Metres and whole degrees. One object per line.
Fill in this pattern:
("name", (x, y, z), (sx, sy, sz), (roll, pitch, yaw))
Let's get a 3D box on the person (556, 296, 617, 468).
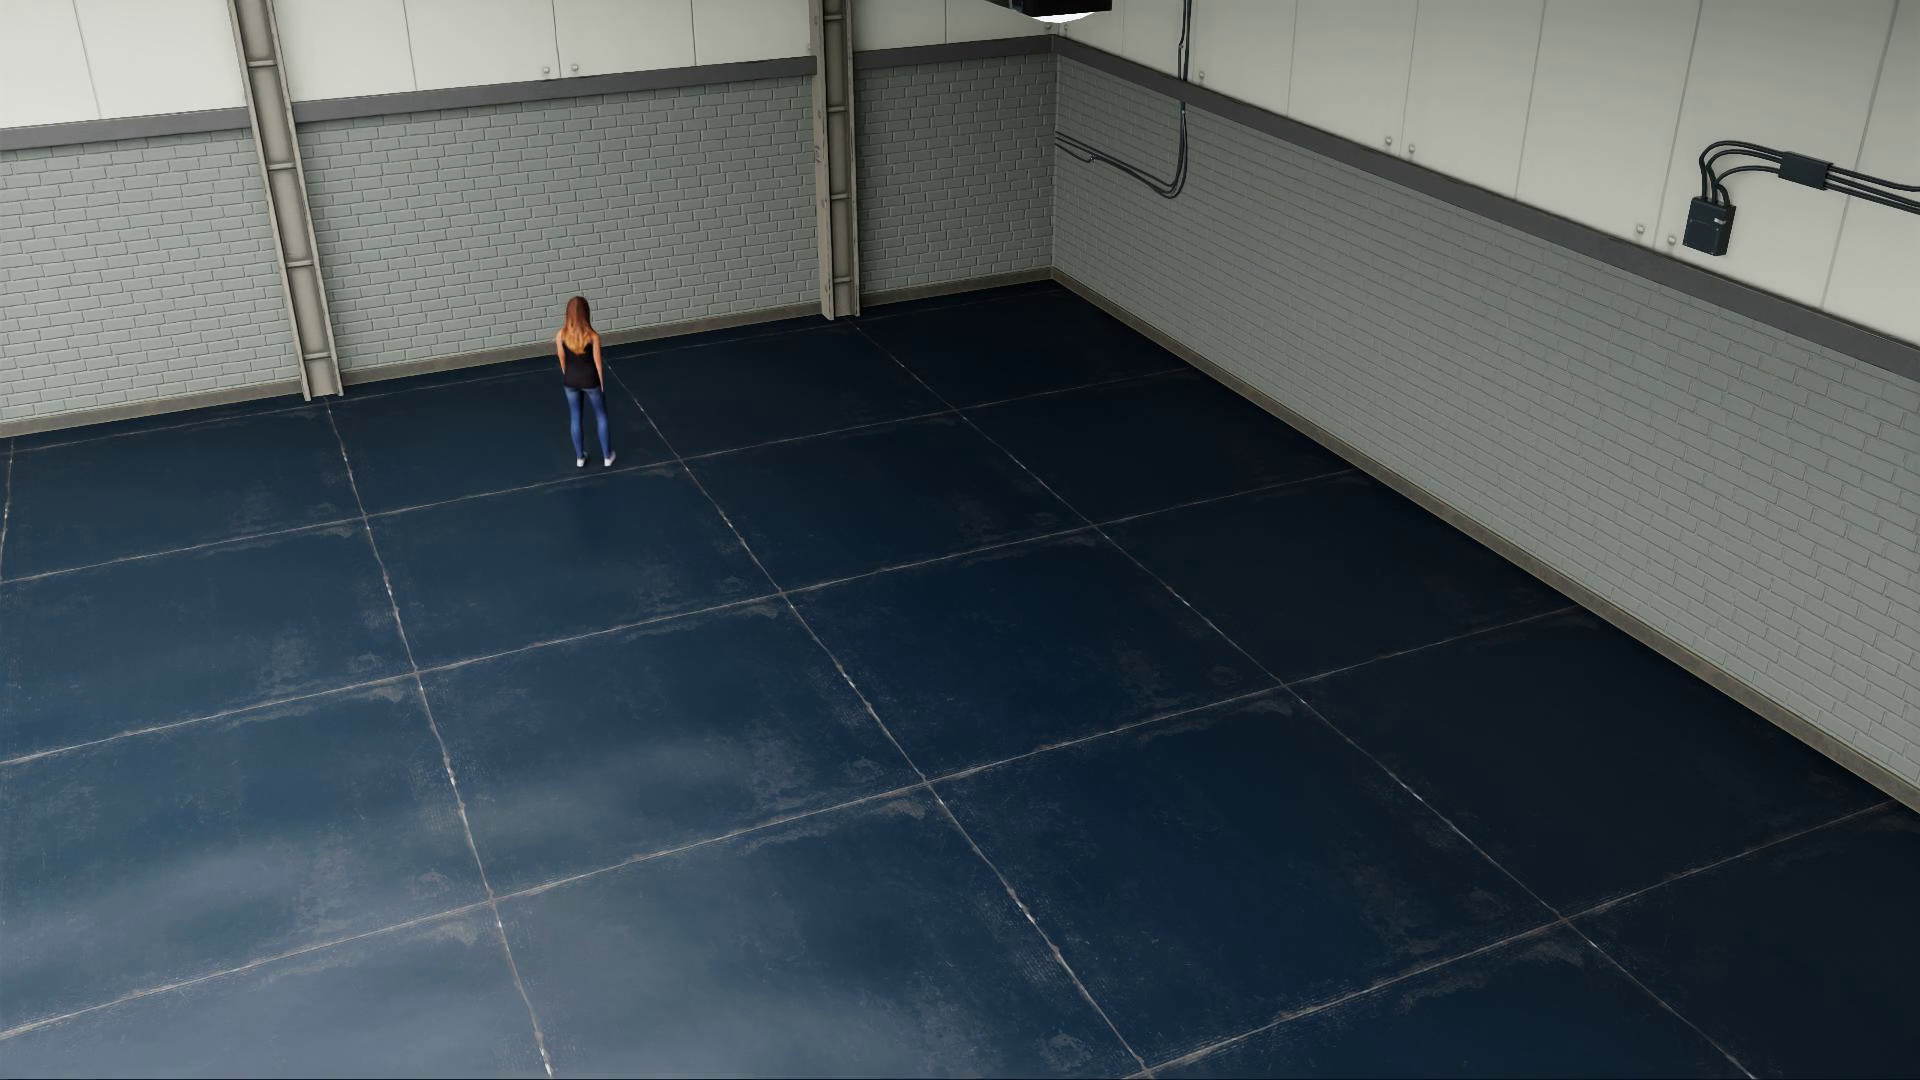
("person", (-3.635, -1.491, 15.920), (0.653, 1.717, 0.749), (1, 27, 2))
